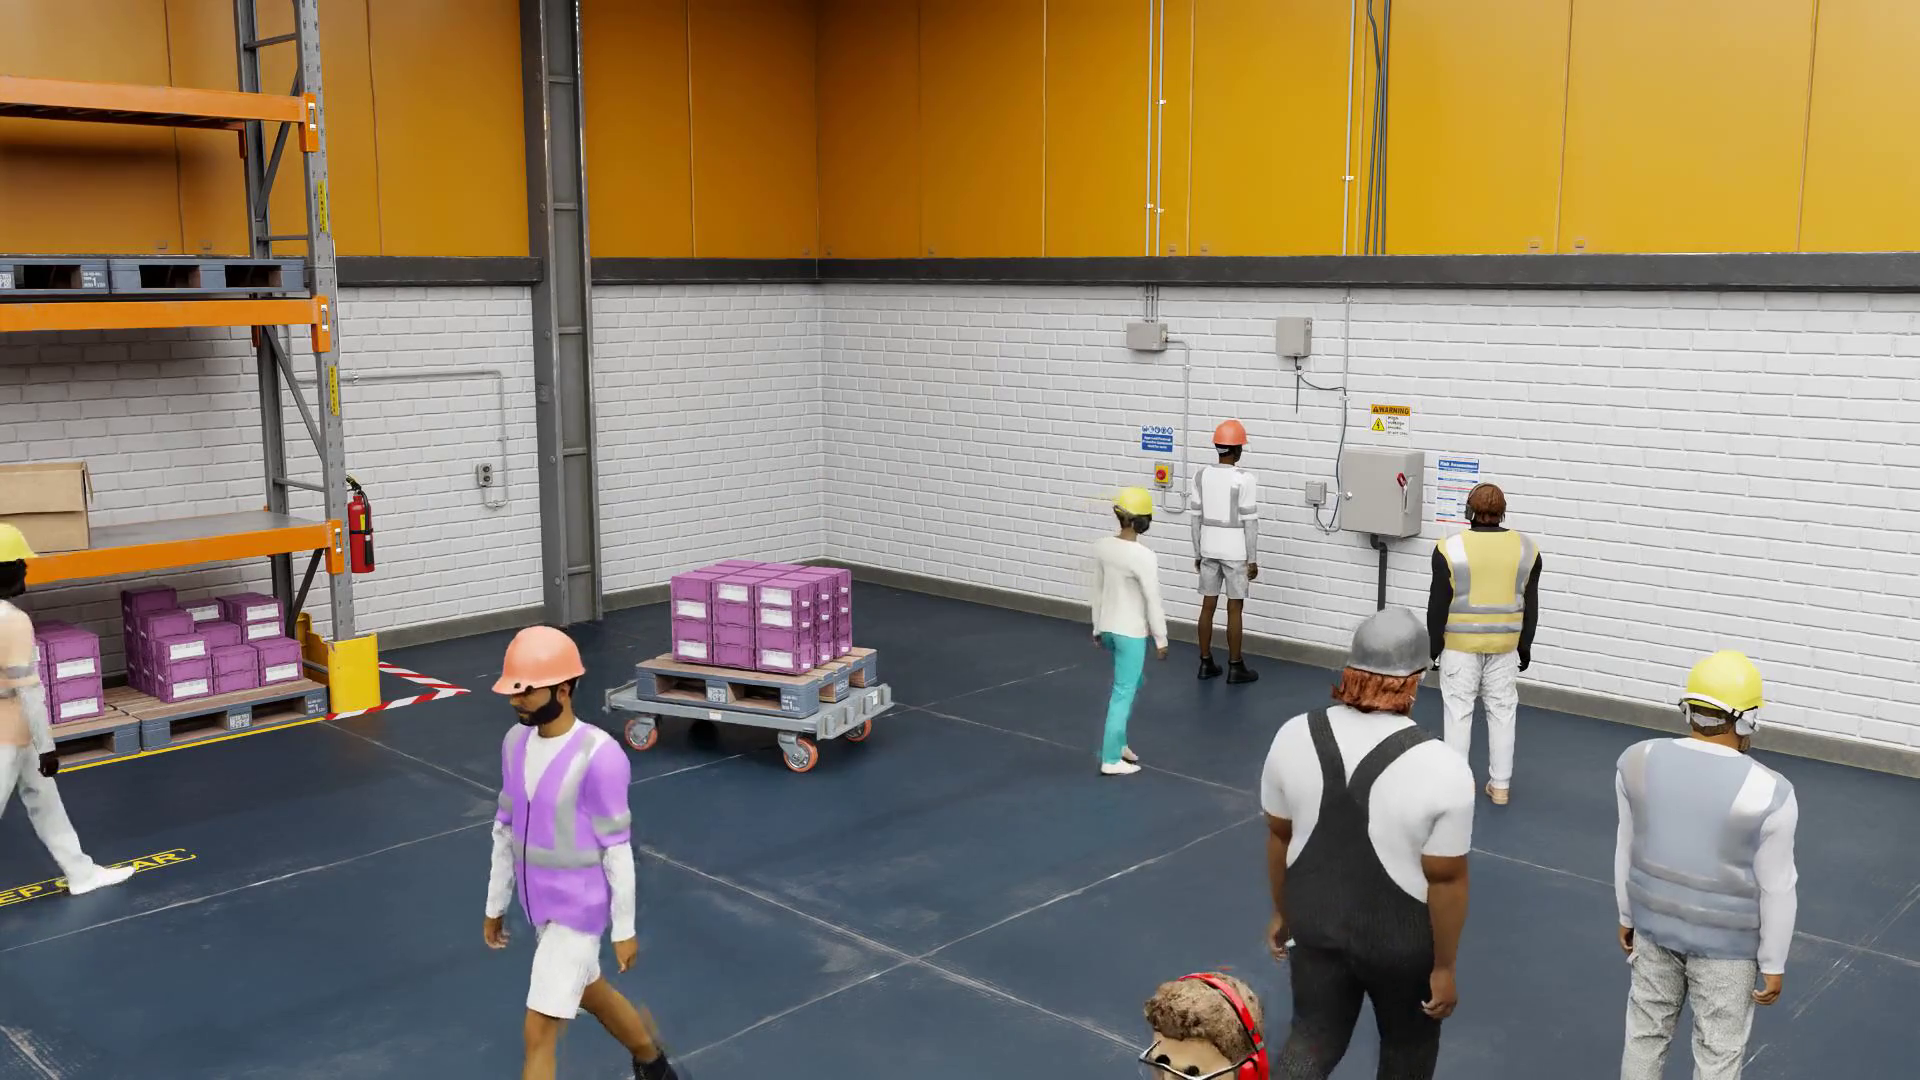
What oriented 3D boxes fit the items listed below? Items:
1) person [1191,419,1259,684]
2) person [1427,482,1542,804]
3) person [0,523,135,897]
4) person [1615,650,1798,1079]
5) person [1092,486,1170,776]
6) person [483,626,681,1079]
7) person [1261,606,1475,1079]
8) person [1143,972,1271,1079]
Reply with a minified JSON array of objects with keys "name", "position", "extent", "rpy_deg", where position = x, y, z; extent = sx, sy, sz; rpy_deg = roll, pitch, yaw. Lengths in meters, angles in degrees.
[{"name":"person","position":[1.955,0.086,12.211],"extent":[0.542,1.939,0.366],"rpy_deg":[8,12,41]},{"name":"person","position":[2.936,0.591,9.412],"extent":[0.633,1.843,0.429],"rpy_deg":[0,9,-3]},{"name":"person","position":[-4.419,0.854,7.688],"extent":[0.603,1.879,1.014],"rpy_deg":[8,12,39]},{"name":"person","position":[2.411,1.256,5.409],"extent":[0.404,1.824,0.586],"rpy_deg":[-8,12,-41]},{"name":"person","position":[1.042,0.548,9.944],"extent":[0.511,1.744,0.539],"rpy_deg":[-5,11,-29]},{"name":"person","position":[-1.320,1.198,5.571],"extent":[0.564,1.888,1.008],"rpy_deg":[8,12,41]},{"name":"person","position":[1.220,1.184,5.163],"extent":[0.691,2.000,0.886],"rpy_deg":[8,12,39]},{"name":"person","position":[0.518,1.641,3.077],"extent":[0.579,1.817,0.883],"rpy_deg":[8,12,41]}]
